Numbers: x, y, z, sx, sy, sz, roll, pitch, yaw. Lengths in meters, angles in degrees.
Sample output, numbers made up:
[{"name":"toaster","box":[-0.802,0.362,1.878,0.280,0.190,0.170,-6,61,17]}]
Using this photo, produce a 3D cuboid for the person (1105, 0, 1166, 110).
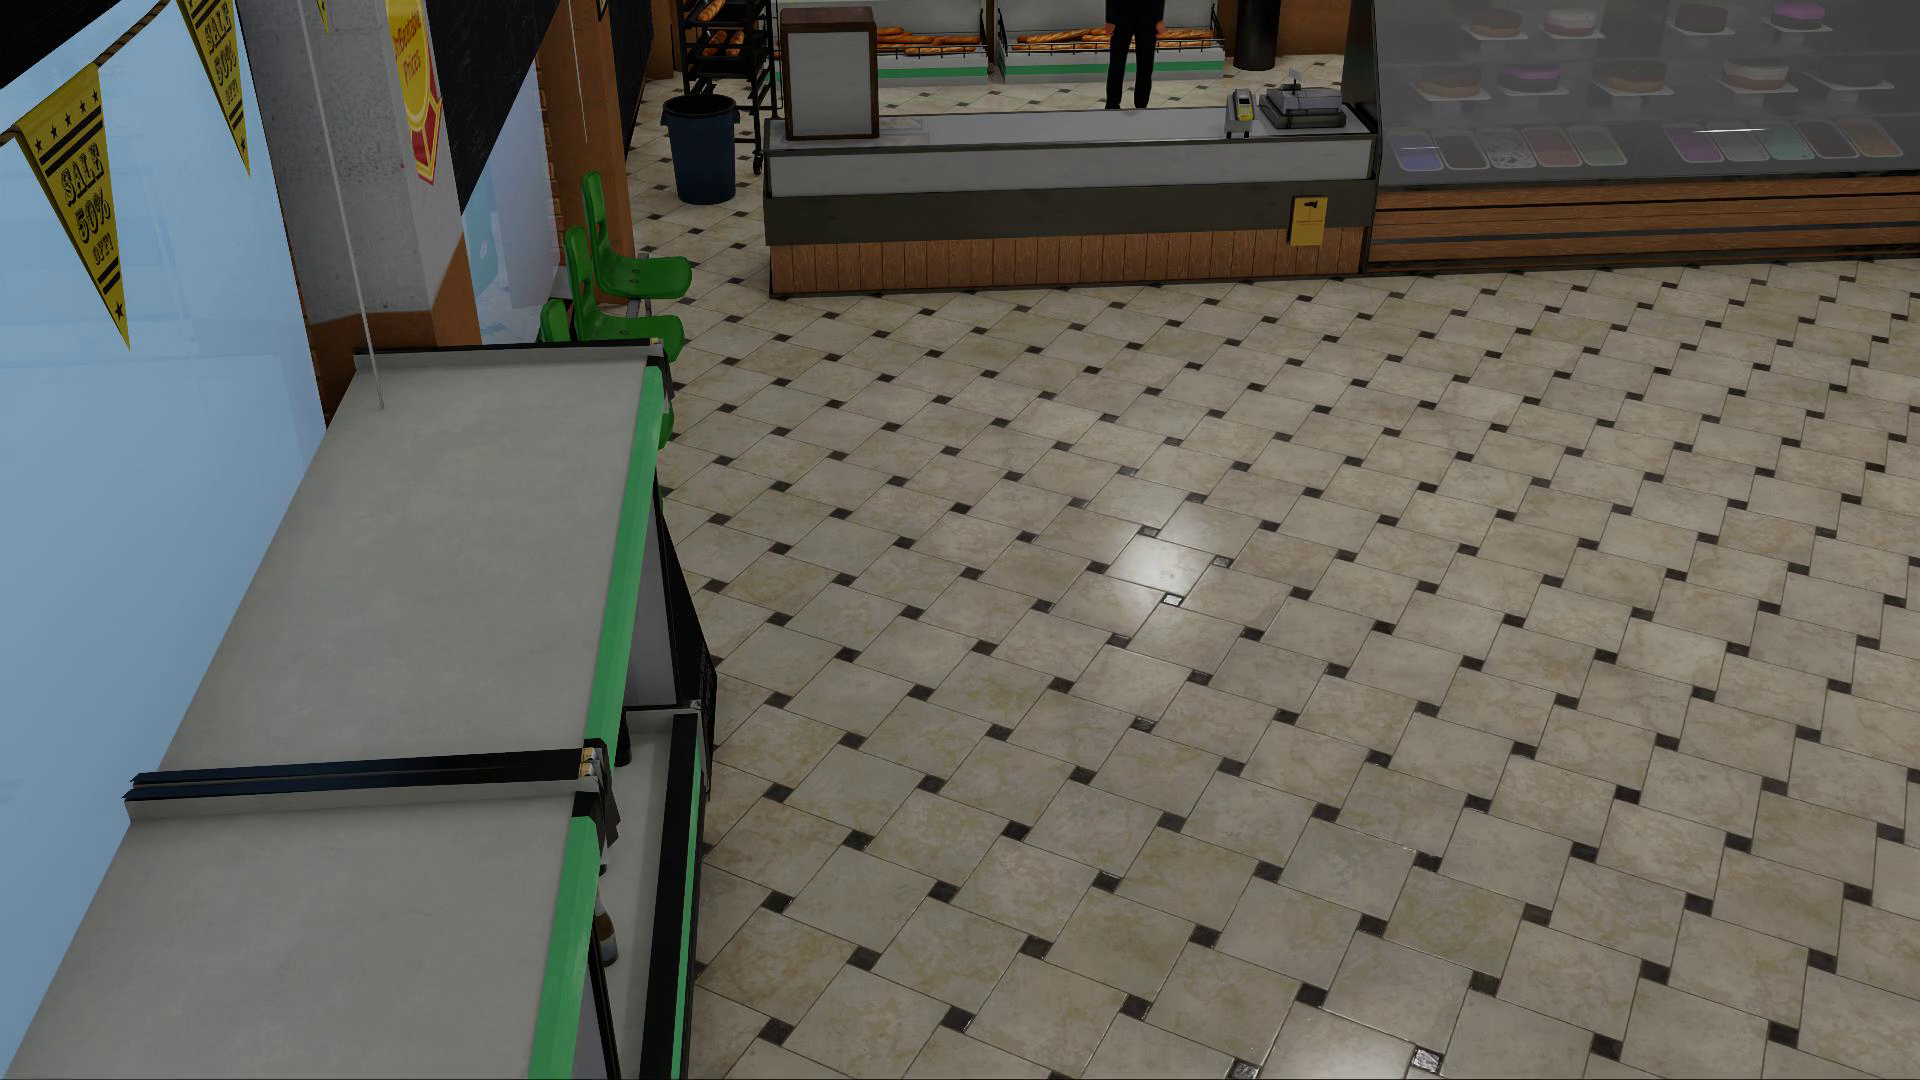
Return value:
[{"name":"person","box":[1.424,-4.239,13.467,0.632,1.867,0.549,-3,32,-4]}]
